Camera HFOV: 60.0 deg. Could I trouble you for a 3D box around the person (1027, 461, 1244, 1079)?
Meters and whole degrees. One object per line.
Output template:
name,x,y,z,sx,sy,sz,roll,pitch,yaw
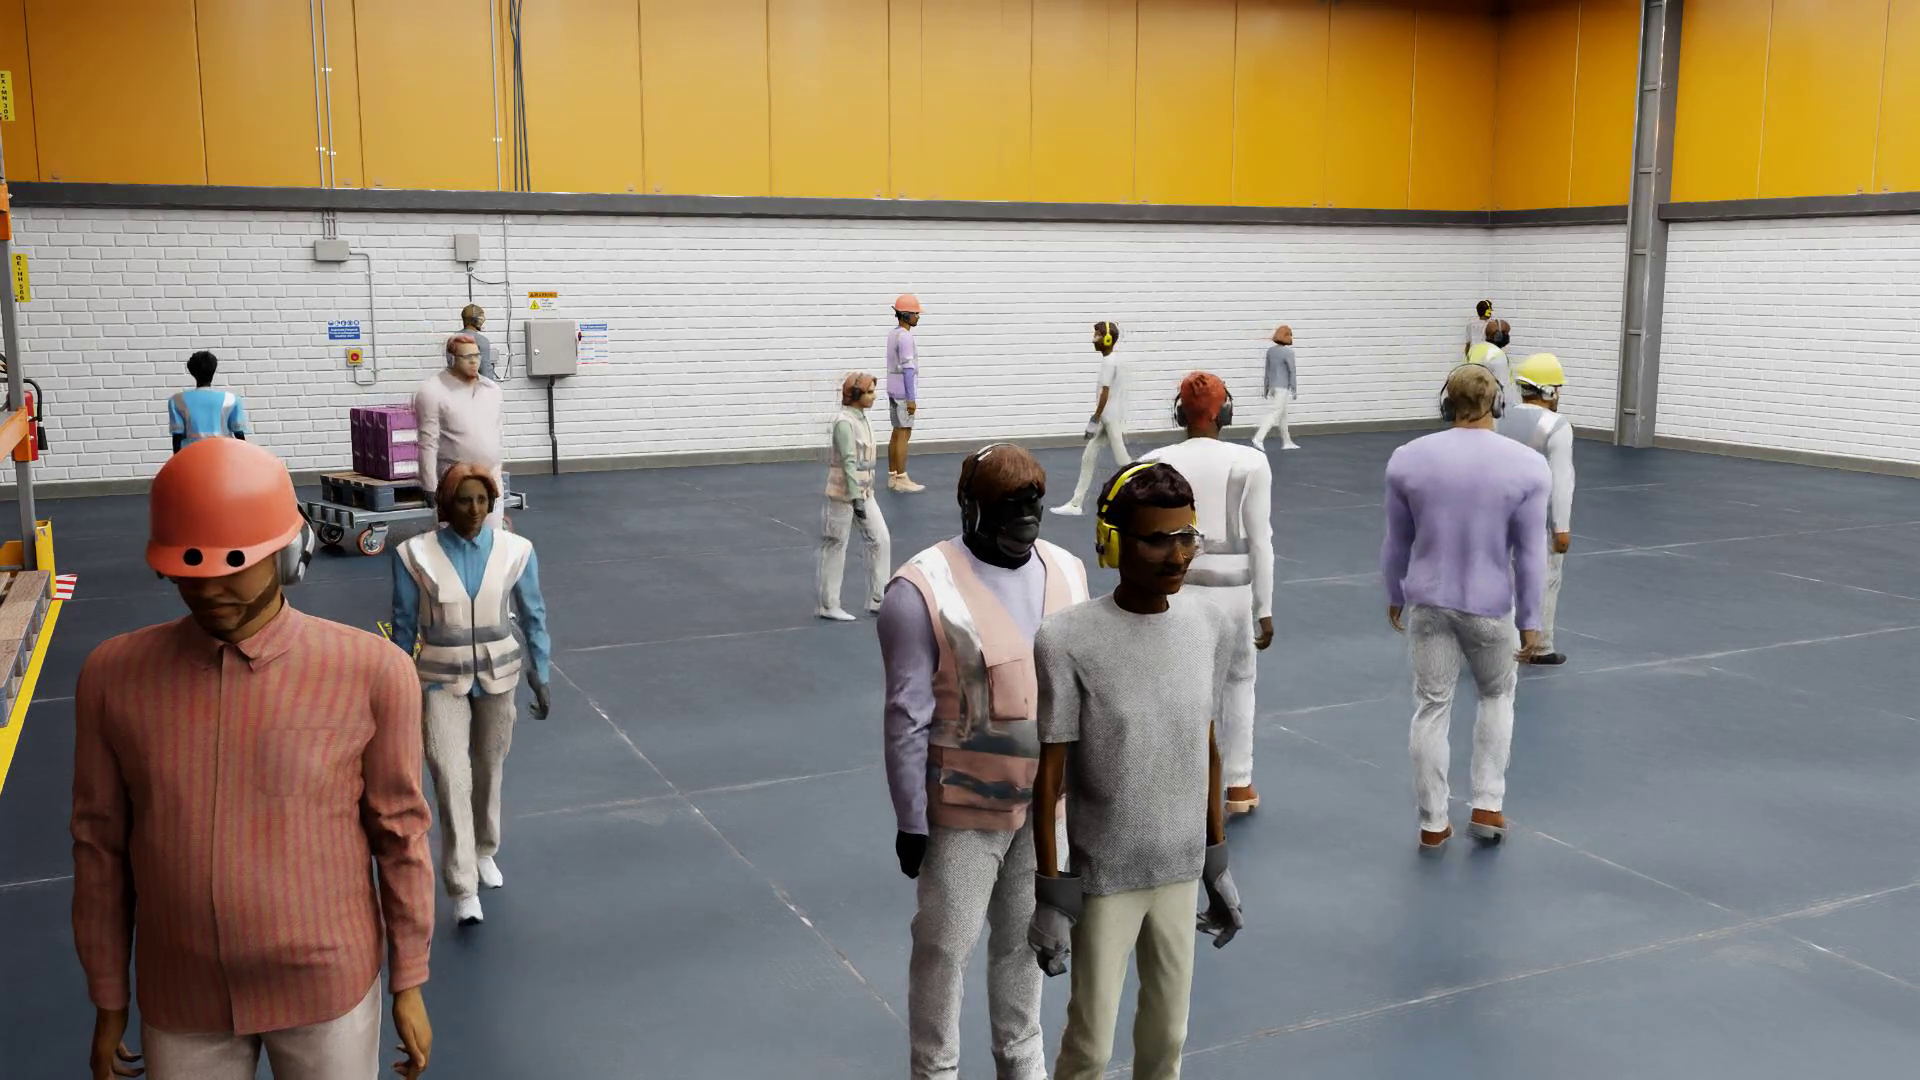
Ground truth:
person,0.397,0.752,3.660,0.539,1.866,0.313,-5,10,-27

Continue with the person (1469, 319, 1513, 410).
person,5.365,-1.306,16.661,0.974,1.786,0.654,0,9,-1

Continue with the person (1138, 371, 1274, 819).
person,1.020,0.242,6.829,0.597,1.859,0.715,3,10,21

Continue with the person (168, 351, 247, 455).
person,-5.646,-0.581,12.519,0.537,1.683,0.623,-4,10,-23

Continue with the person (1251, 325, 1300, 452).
person,4.007,-1.914,21.031,0.814,1.602,0.512,-5,10,-27

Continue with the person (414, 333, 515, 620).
person,-3.292,-0.424,10.932,0.798,1.882,0.650,8,12,39

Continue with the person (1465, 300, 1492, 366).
person,7.384,-2.456,23.546,0.327,1.874,0.517,-6,11,-32

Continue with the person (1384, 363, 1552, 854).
person,1.974,0.267,6.541,0.632,1.908,0.583,4,10,24

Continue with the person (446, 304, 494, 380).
person,-5.047,-1.470,17.225,0.632,1.936,0.359,7,12,38

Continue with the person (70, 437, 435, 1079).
person,-1.256,0.802,2.981,0.611,1.985,0.393,-2,9,-10

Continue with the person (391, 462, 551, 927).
person,-1.696,0.533,5.854,0.524,1.596,0.835,-5,10,-28

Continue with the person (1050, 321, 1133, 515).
person,1.383,-1.104,15.350,1.004,1.827,0.518,0,9,0

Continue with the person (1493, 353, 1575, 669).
person,3.182,-0.146,9.394,0.630,1.815,0.598,-4,10,-22

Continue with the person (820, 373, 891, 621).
person,-0.621,-0.262,10.738,0.666,1.616,0.536,3,10,19

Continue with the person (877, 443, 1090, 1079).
person,0.099,0.667,4.260,0.631,1.842,0.428,-6,11,-34

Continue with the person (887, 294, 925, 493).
person,-0.553,-1.507,17.128,0.392,2.041,0.615,-3,10,-17
